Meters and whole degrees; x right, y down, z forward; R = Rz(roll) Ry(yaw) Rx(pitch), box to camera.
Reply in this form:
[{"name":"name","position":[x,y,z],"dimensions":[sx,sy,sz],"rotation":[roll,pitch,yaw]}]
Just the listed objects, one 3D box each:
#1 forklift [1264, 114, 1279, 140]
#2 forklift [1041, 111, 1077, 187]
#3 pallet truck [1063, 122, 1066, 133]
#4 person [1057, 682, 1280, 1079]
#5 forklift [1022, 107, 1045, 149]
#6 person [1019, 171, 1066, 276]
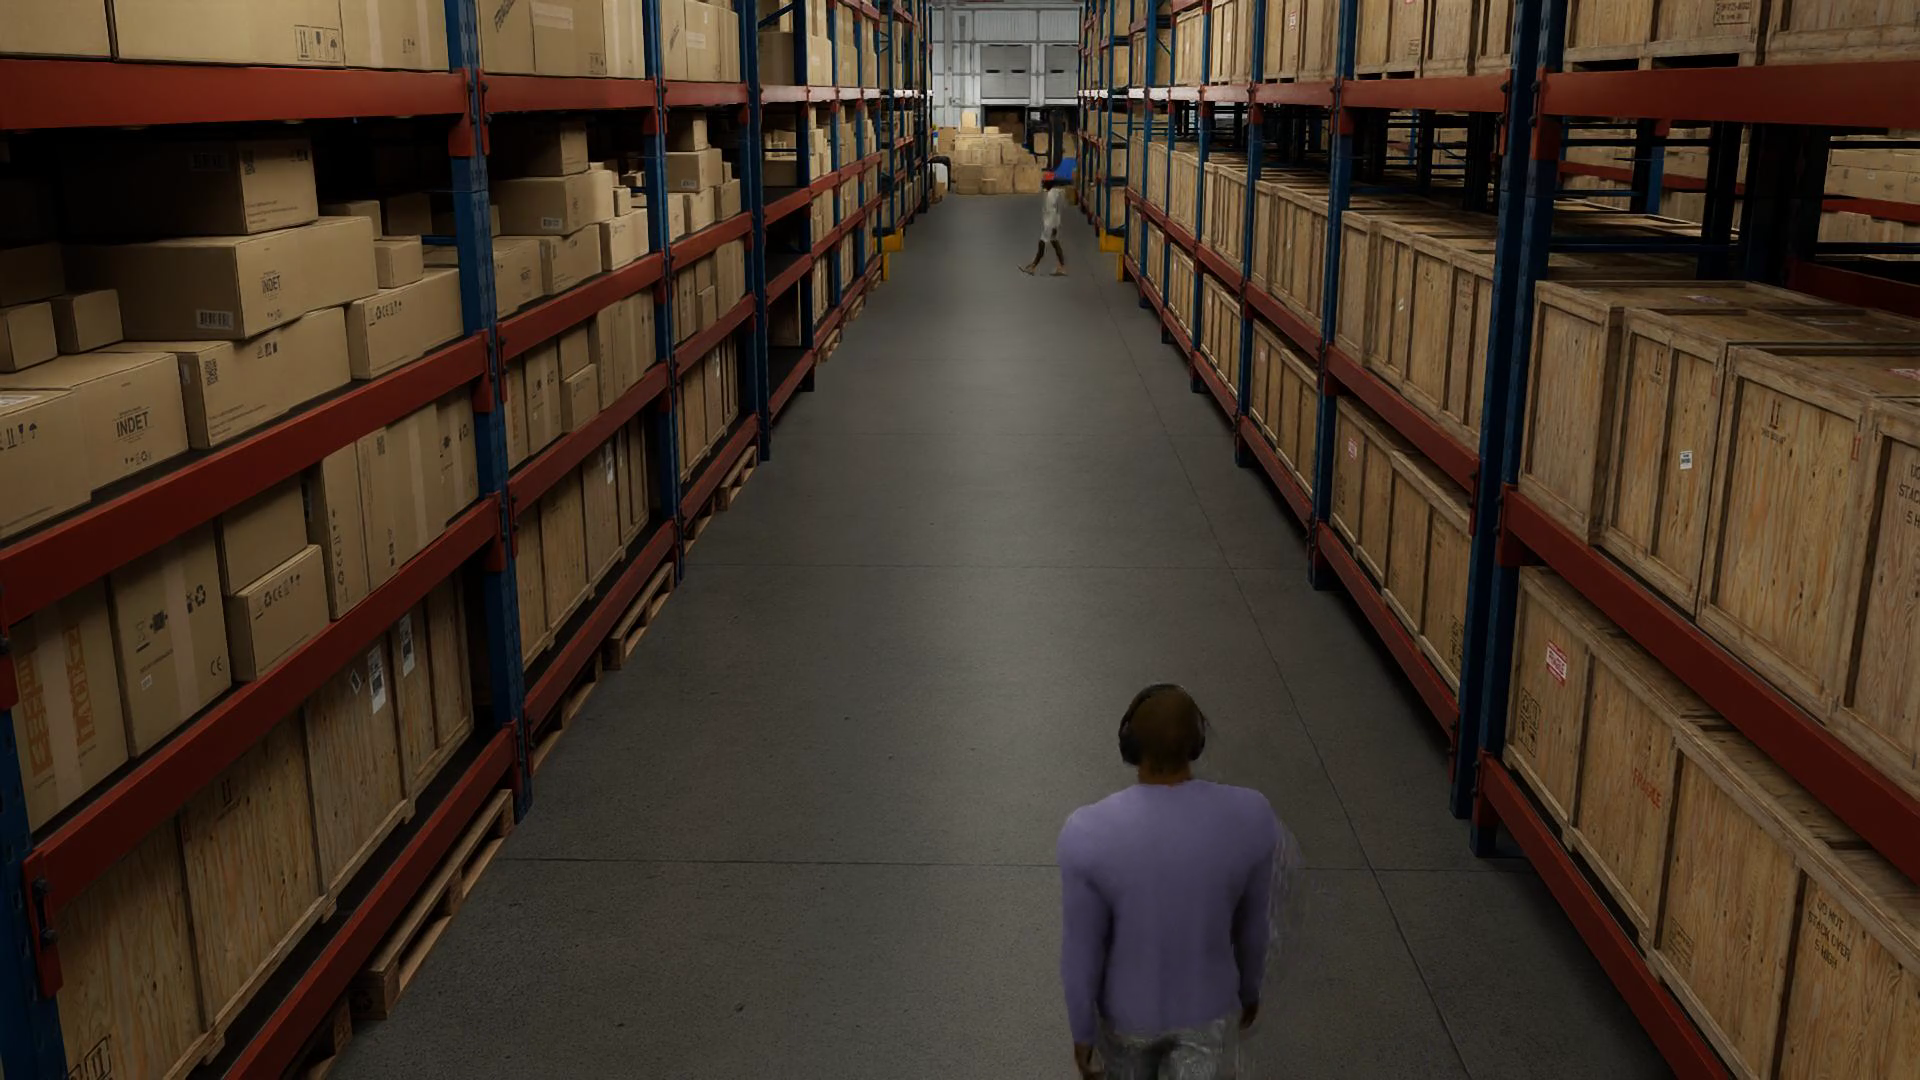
[{"name":"forklift","position":[11.045,-14.167,60.502],"dimensions":[1.129,2.768,1.873],"rotation":[0,15,2]},{"name":"forklift","position":[3.698,-14.641,62.266],"dimensions":[1.873,2.768,1.129],"rotation":[0,15,1]},{"name":"pallet truck","position":[5.788,-21.111,88.014],"dimensions":[1.885,1.965,0.823],"rotation":[5,16,18]},{"name":"person","position":[0.581,1.337,4.668],"dimensions":[0.627,1.914,0.904],"rotation":[0,15,0]},{"name":"forklift","position":[3.646,-19.579,80.638],"dimensions":[1.129,2.768,1.873],"rotation":[-8,17,-26]},{"name":"person","position":[1.618,-6.108,32.171],"dimensions":[0.996,2.002,0.644],"rotation":[2,15,6]}]
